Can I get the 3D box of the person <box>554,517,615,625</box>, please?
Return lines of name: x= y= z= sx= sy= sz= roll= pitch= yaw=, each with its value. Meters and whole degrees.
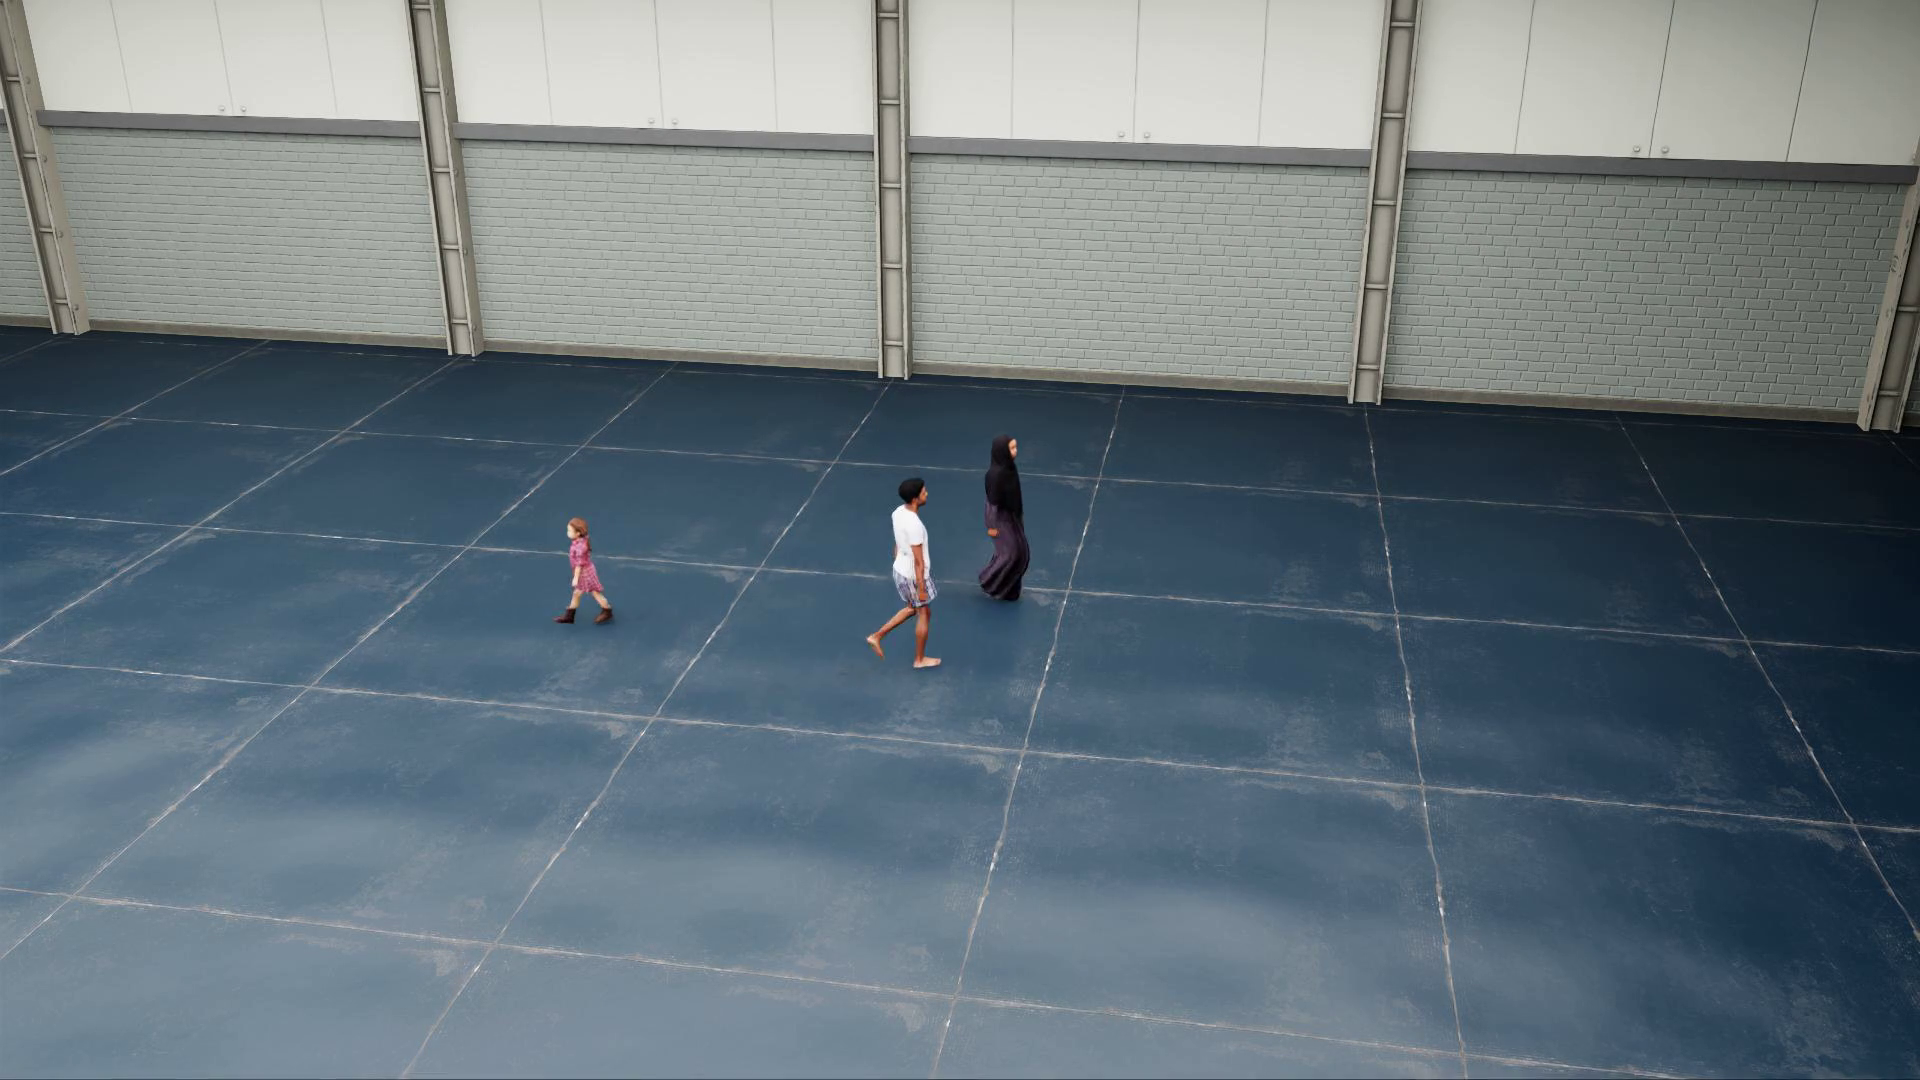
person: x=-3.283 y=0.290 z=14.750 sx=0.796 sy=0.998 sz=0.629 roll=-6 pitch=24 yaw=-15

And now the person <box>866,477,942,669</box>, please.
person: x=-0.465 y=0.306 z=13.799 sx=0.979 sy=1.713 sz=0.861 roll=-7 pitch=24 yaw=-17

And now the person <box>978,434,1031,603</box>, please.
person: x=0.338 y=-0.214 z=15.158 sx=0.818 sy=1.607 sz=0.705 roll=10 pitch=25 yaw=22
